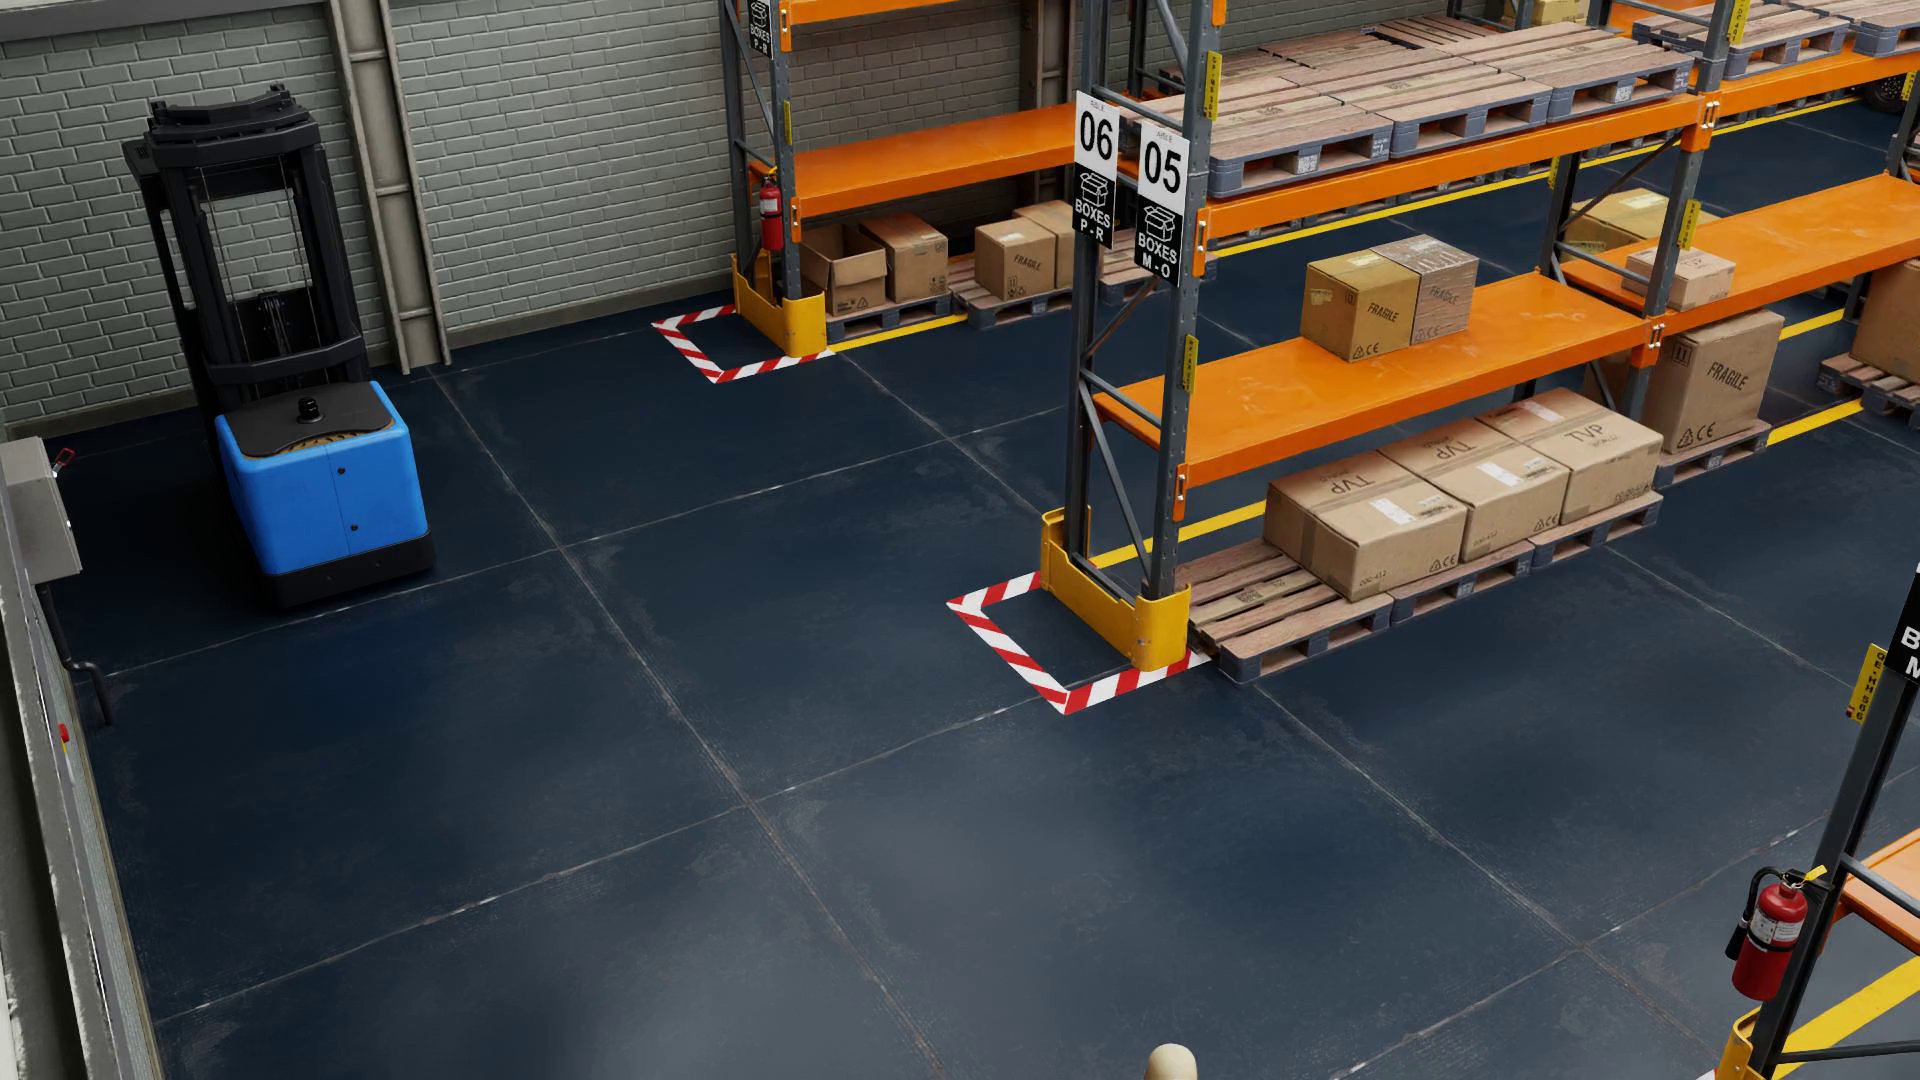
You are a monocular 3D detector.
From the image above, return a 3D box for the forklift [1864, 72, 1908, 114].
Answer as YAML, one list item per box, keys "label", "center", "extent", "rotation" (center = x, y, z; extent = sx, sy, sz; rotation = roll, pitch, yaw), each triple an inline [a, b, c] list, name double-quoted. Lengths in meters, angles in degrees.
- label: "forklift"
  center: [11.468, -5.645, 18.244]
  extent: [1.214, 2.155, 2.313]
  rotation: [-17, 36, -26]

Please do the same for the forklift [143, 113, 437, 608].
- label: "forklift"
  center: [-4.289, -1.259, 10.509]
  extent: [1.129, 2.768, 1.873]
  rotation: [-17, 36, -26]

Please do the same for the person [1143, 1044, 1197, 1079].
- label: "person"
  center: [0.637, 2.347, 5.694]
  extent: [0.592, 1.796, 0.393]
  rotation: [-12, 34, -18]
